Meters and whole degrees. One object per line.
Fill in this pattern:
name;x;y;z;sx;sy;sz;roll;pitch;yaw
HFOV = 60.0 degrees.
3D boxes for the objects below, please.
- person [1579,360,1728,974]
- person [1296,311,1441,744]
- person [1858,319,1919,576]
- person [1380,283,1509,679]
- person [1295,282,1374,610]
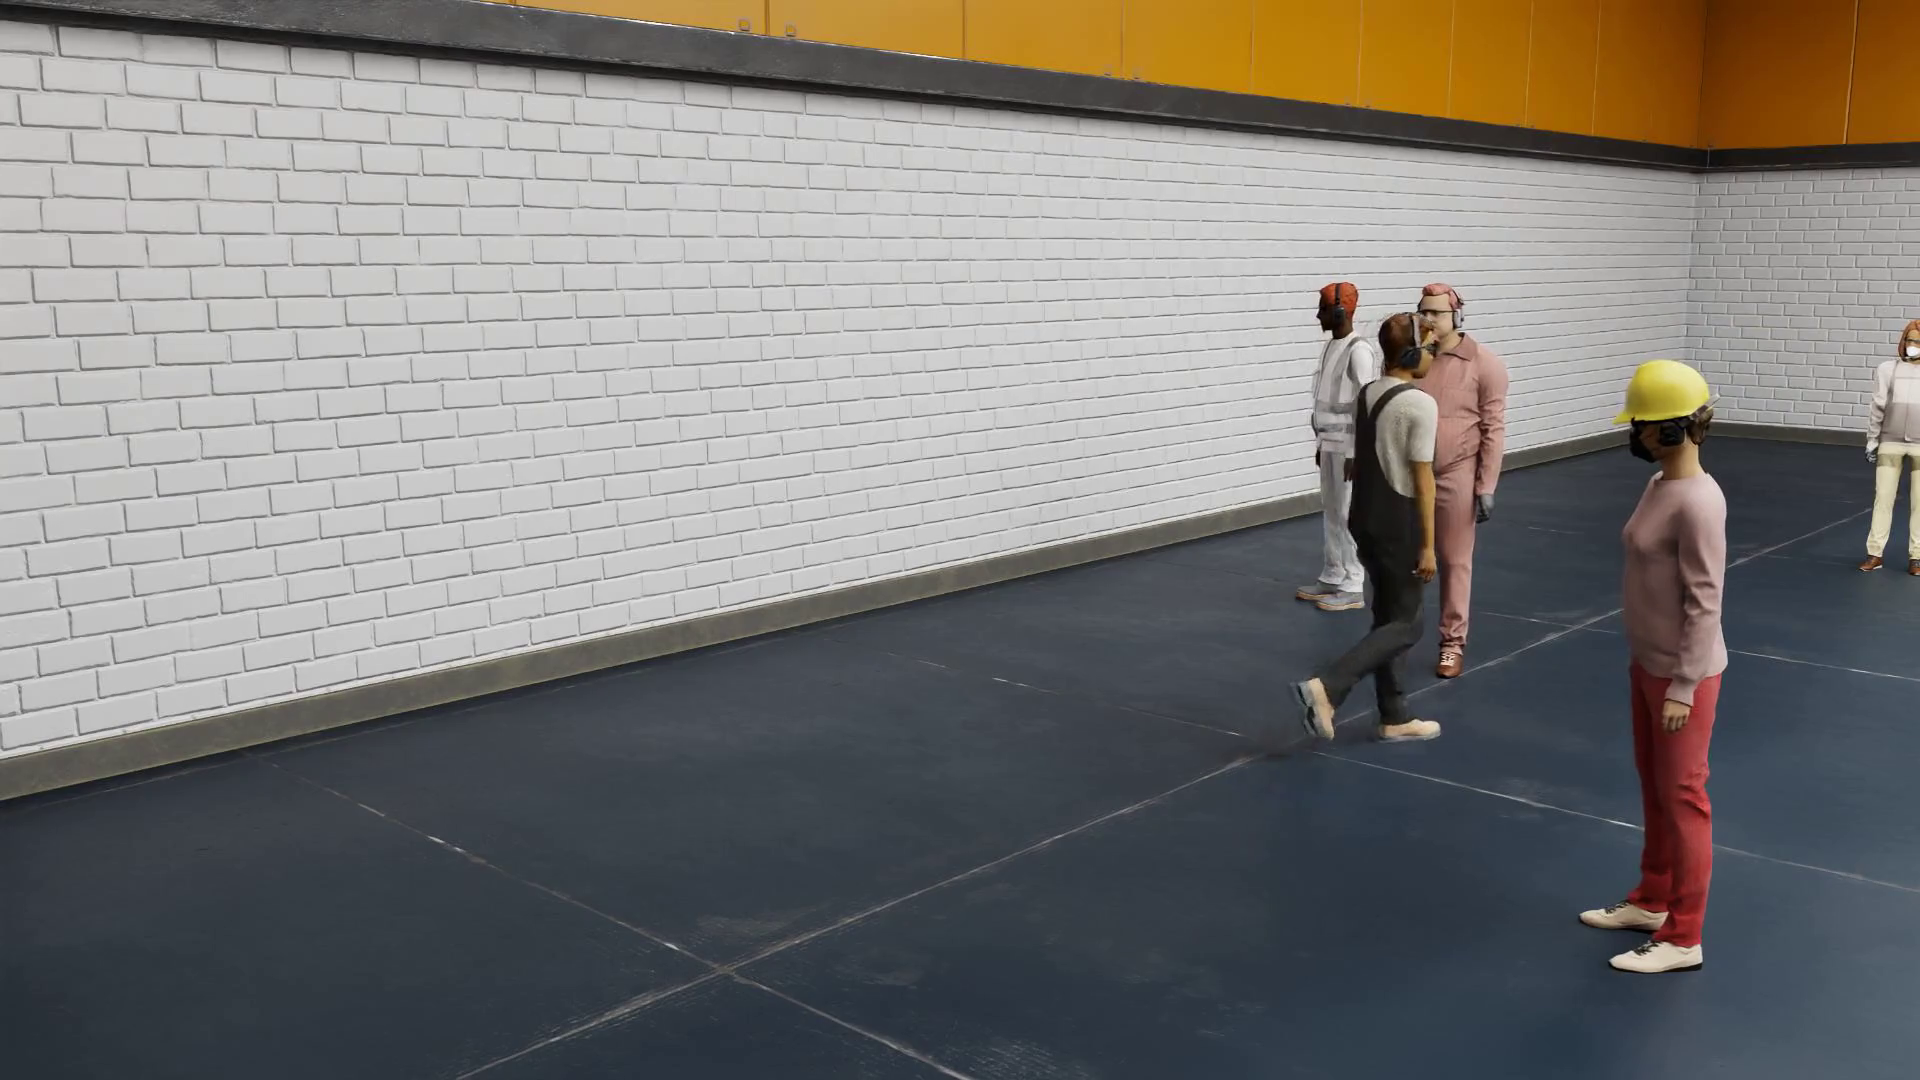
person;2.013;0.368;4.785;0.337;1.761;0.526;2;10;9
person;1.704;-0.019;6.830;0.689;1.826;0.510;-3;11;-19
person;6.043;-0.589;10.592;0.498;1.633;0.278;8;13;38
person;2.290;-0.285;8.082;0.643;1.910;0.400;7;12;36
person;2.189;-0.538;9.590;0.352;1.883;0.576;-1;10;-7
